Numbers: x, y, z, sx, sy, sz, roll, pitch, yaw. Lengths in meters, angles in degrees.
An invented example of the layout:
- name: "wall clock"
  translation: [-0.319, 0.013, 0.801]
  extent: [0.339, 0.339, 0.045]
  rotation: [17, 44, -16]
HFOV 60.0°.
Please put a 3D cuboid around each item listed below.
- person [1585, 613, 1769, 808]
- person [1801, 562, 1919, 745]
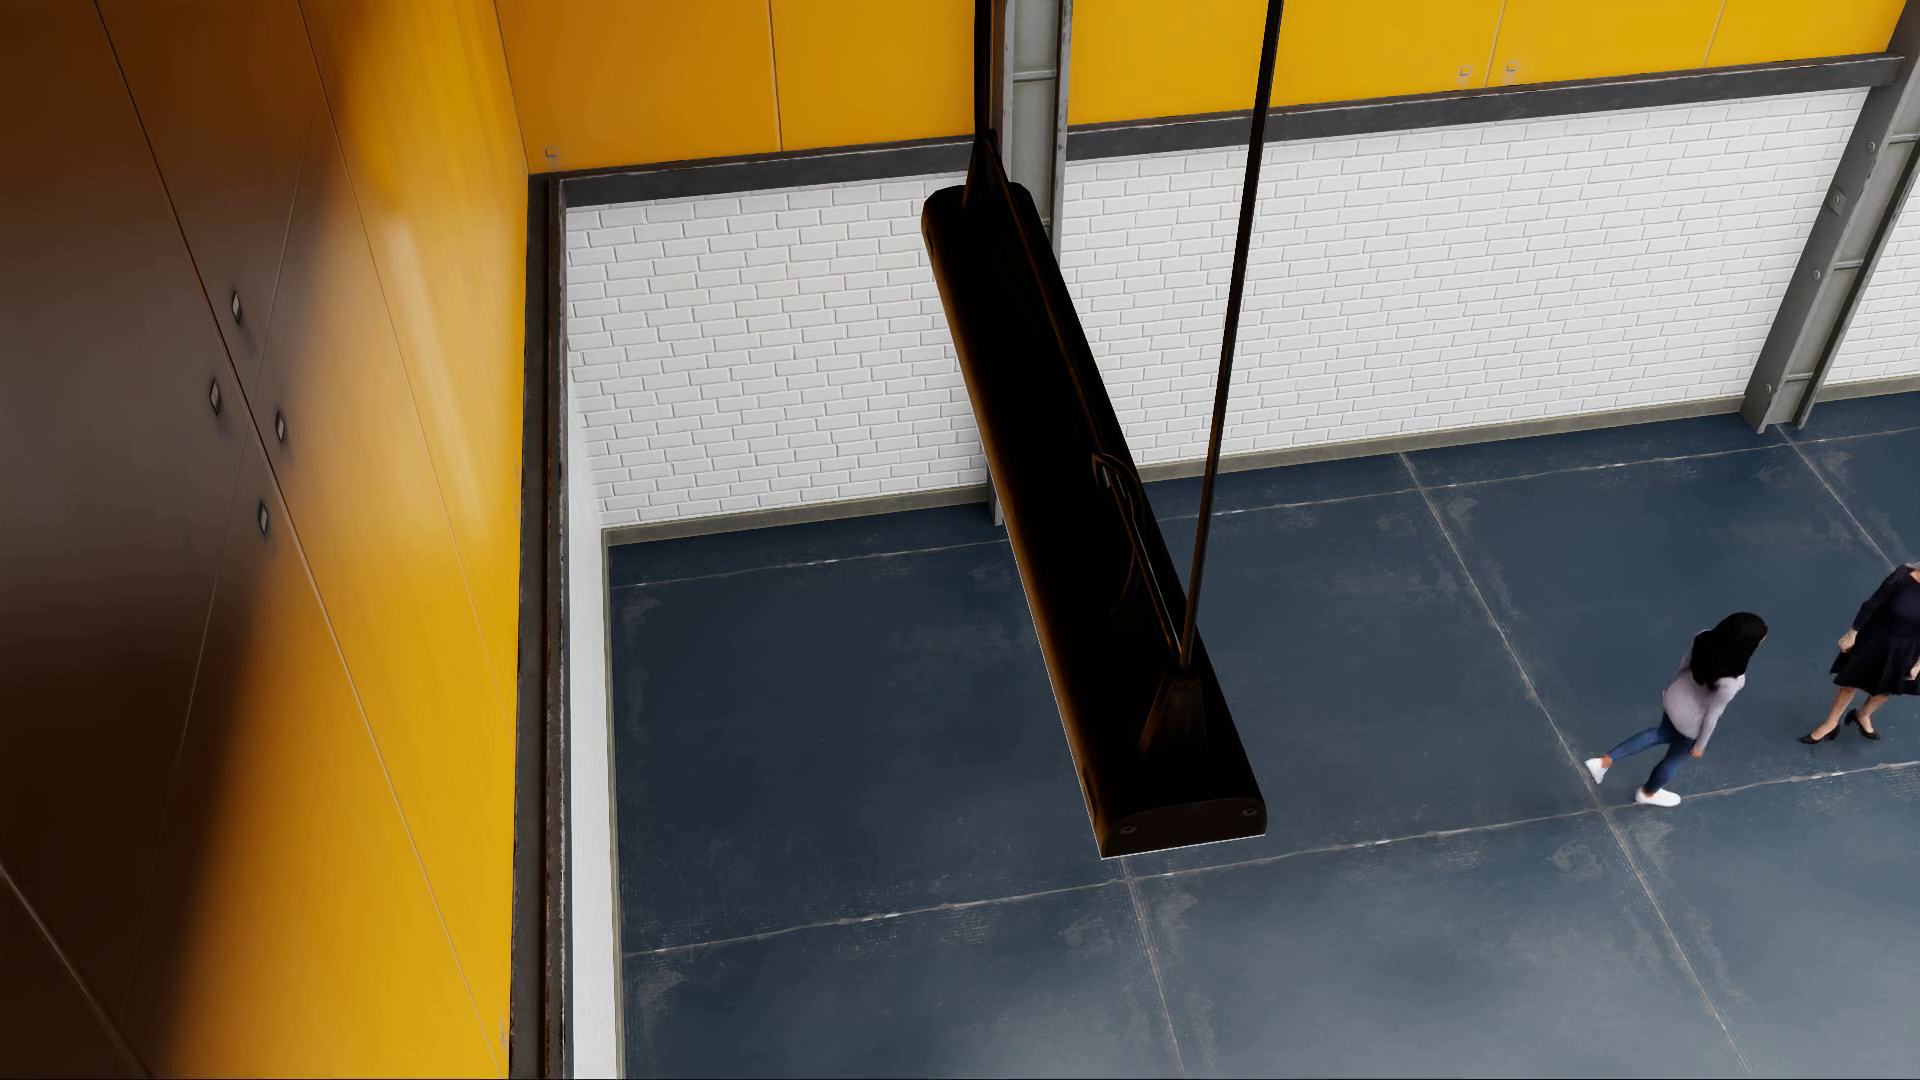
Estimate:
- name: "person"
  translation: [4.131, 1.023, 9.659]
  extent: [0.898, 1.718, 0.732]
  rotation: [-5, 44, -5]
- name: "person"
  translation: [5.533, 0.648, 10.047]
  extent: [0.720, 1.726, 0.856]
  rotation: [25, 49, 24]
